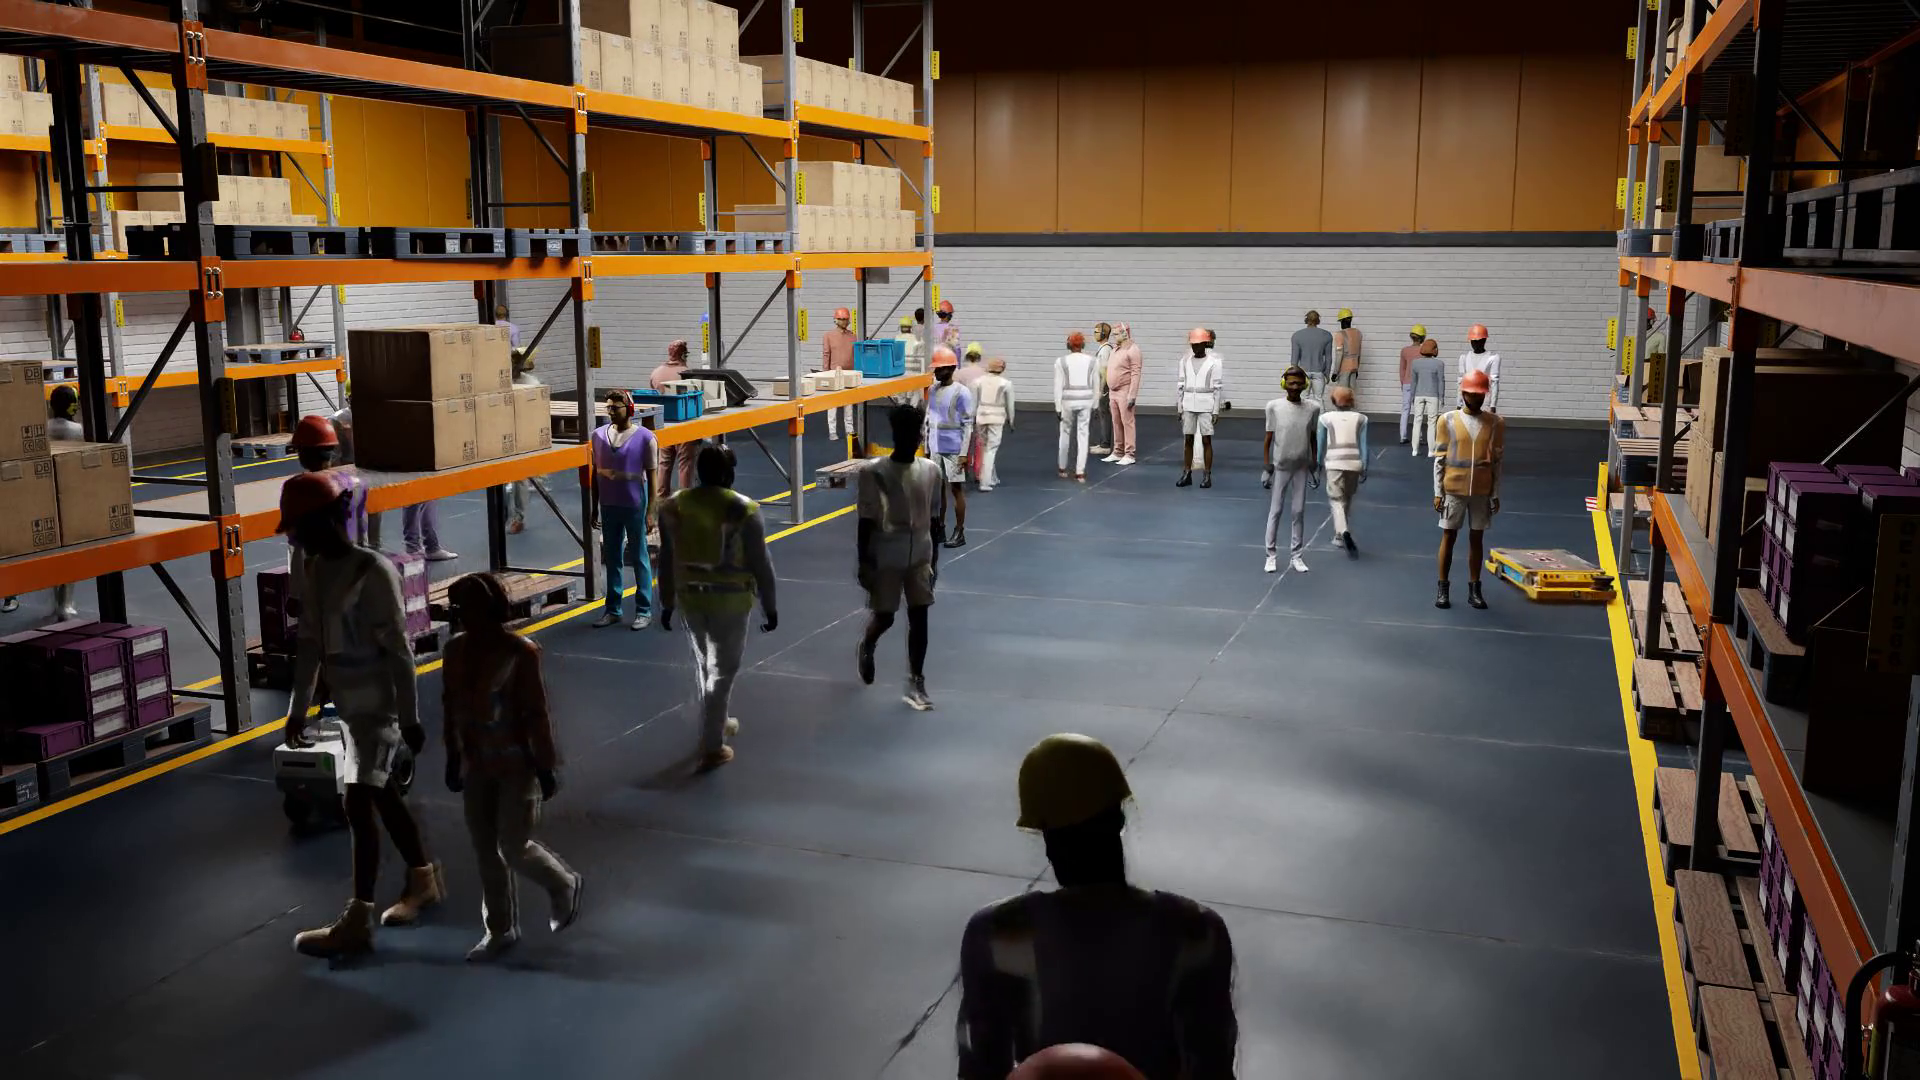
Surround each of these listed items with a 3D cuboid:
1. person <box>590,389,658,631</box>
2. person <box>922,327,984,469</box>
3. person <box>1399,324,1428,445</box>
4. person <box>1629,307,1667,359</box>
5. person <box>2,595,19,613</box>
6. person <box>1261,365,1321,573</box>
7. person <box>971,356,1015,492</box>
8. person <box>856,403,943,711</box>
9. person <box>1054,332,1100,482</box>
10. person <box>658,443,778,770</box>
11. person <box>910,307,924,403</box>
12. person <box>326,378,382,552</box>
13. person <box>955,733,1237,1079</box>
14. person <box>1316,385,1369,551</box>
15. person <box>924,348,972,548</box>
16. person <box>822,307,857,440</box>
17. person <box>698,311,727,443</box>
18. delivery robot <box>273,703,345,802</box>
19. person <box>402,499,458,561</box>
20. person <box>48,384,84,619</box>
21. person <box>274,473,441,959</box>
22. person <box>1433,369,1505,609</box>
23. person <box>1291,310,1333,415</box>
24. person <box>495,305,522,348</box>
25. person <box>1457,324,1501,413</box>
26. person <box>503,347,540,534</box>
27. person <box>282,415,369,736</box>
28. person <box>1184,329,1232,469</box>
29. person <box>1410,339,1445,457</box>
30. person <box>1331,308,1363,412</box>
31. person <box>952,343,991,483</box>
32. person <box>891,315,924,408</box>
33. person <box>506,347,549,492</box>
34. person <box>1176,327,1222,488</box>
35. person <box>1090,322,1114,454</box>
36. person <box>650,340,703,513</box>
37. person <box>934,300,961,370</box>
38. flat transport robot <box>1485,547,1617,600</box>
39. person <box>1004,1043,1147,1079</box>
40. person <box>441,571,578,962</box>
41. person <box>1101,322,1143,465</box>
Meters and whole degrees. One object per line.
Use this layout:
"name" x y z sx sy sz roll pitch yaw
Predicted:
"person" -2.559 -0.238 12.705 0.567 1.846 0.389 3 11 19
"person" -0.096 -1.832 21.647 0.981 1.853 0.654 -1 10 -6
"person" 6.683 -2.270 24.379 0.311 1.768 0.532 -8 13 -39
"person" 10.280 -2.498 25.016 0.395 1.992 0.622 -9 13 -41
"person" -7.771 -0.286 13.229 0.523 1.760 0.327 0 10 -2
"person" 2.964 -0.633 14.881 0.532 1.864 0.312 -1 10 -3
"person" 0.412 -1.393 19.854 0.525 1.600 0.740 6 12 29
"person" -0.406 0.083 10.611 0.614 1.947 0.699 -5 11 -24
"person" 1.450 -1.677 20.825 0.591 1.845 0.896 -1 10 -4
"person" -1.325 0.346 9.496 0.663 1.812 0.813 4 11 19
"person" -0.672 -2.998 28.191 0.535 1.868 0.309 2 10 13
"person" -5.131 -0.515 14.303 0.404 1.834 0.591 7 12 34
"person" 0.295 1.354 3.590 0.636 1.898 0.453 -1 10 -6
"person" 3.654 -0.669 15.861 0.523 1.601 0.740 0 10 -2
"person" -0.146 -0.892 16.133 0.552 1.937 0.356 9 13 40
"person" -1.774 -2.500 25.019 0.611 1.997 0.375 -6 11 -28
"person" -3.662 -2.408 24.642 0.404 1.945 0.615 -4 11 -20
"delivery robot" -3.231 1.086 8.621 0.477 0.478 0.707 2 10 10
"person" -5.001 -0.761 15.482 0.637 1.911 0.403 8 13 38
"person" -7.069 -0.303 13.120 0.533 1.825 0.703 -2 10 -12
"person" -2.589 0.711 6.990 0.642 1.982 0.857 9 13 41
"person" 4.091 -0.408 13.399 0.545 1.941 0.351 1 10 6
"person" 5.356 -2.536 25.391 0.628 1.940 0.378 1 10 4
"person" -7.561 -2.930 27.607 0.636 1.939 0.365 2 10 8
"person" 6.525 -1.752 21.002 0.544 1.931 0.383 8 13 38
"person" -4.524 -0.995 16.812 0.669 1.908 0.447 1 10 5
"person" -3.741 0.234 9.795 0.364 1.935 0.552 6 12 32
"person" 3.284 -1.854 21.881 0.719 1.818 0.640 -8 13 -40
"person" 6.471 -1.964 23.028 0.500 1.633 0.281 8 13 37
"person" 6.140 -2.722 26.497 0.585 1.917 0.381 -8 13 -38
"person" 0.167 -1.583 20.668 0.535 1.713 0.928 0 10 1
"person" -0.843 -2.631 26.258 0.622 1.810 0.427 1 10 6
"person" -5.230 -1.419 19.702 0.717 1.713 0.500 -2 10 -12
"person" 2.871 -1.591 20.072 0.548 1.937 0.358 5 11 27
"person" 2.003 -2.129 23.358 0.345 1.846 0.508 1 10 5
"person" -3.053 -1.226 18.138 0.635 1.899 0.398 5 11 26
"person" -0.228 -2.778 26.450 0.607 2.048 0.370 7 12 34
"flat transport robot" 5.040 0.275 14.252 0.652 0.197 1.431 0 10 1
"person" 0.131 1.590 2.048 0.655 1.971 0.482 4 11 23
"person" -1.860 0.916 6.827 0.552 1.622 0.427 5 11 28
"person" 2.155 -1.954 22.220 0.407 1.902 0.640 -5 11 -24
